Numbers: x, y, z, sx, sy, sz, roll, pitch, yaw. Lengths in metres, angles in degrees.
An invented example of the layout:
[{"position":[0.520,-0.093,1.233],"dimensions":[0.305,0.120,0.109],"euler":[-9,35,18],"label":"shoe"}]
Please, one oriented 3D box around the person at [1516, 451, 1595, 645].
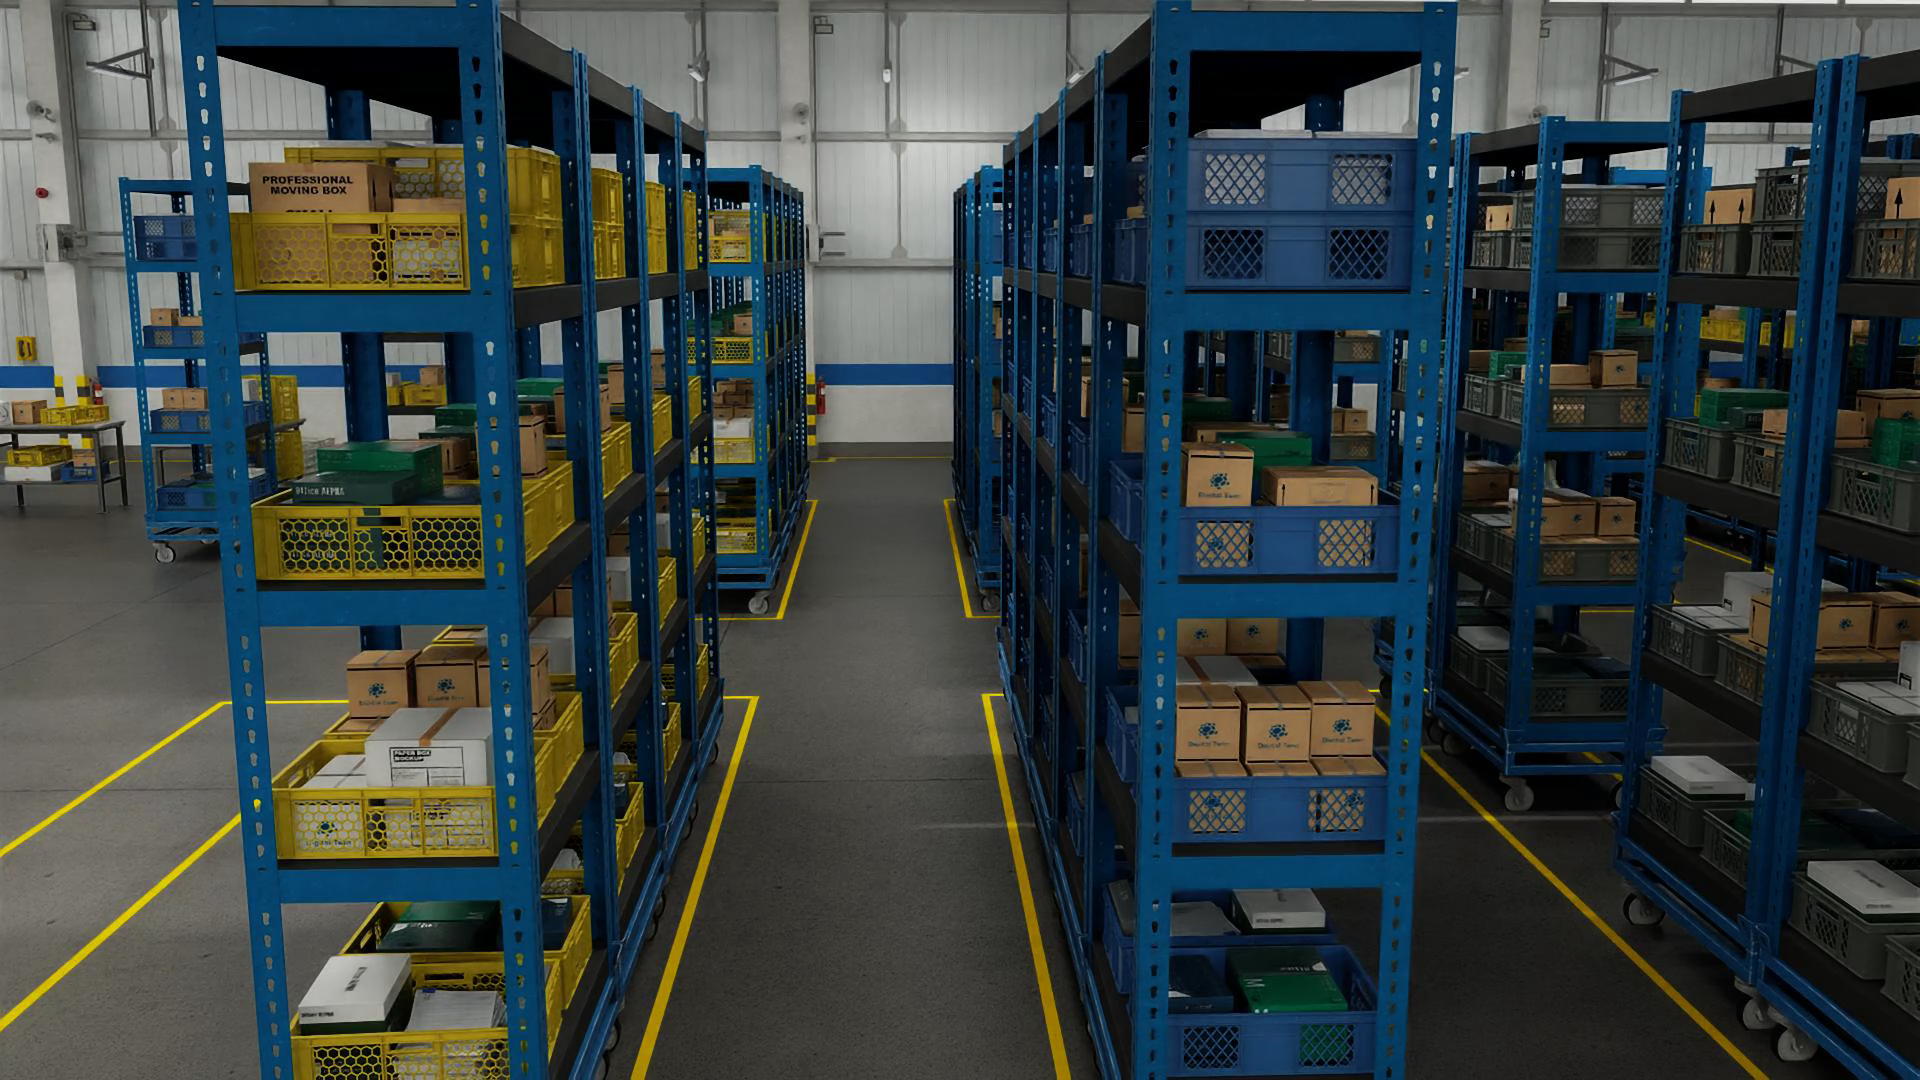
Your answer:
[{"position":[4.185,-0.047,12.197],"dimensions":[0.935,1.784,0.610],"euler":[4,11,22],"label":"person"}]
